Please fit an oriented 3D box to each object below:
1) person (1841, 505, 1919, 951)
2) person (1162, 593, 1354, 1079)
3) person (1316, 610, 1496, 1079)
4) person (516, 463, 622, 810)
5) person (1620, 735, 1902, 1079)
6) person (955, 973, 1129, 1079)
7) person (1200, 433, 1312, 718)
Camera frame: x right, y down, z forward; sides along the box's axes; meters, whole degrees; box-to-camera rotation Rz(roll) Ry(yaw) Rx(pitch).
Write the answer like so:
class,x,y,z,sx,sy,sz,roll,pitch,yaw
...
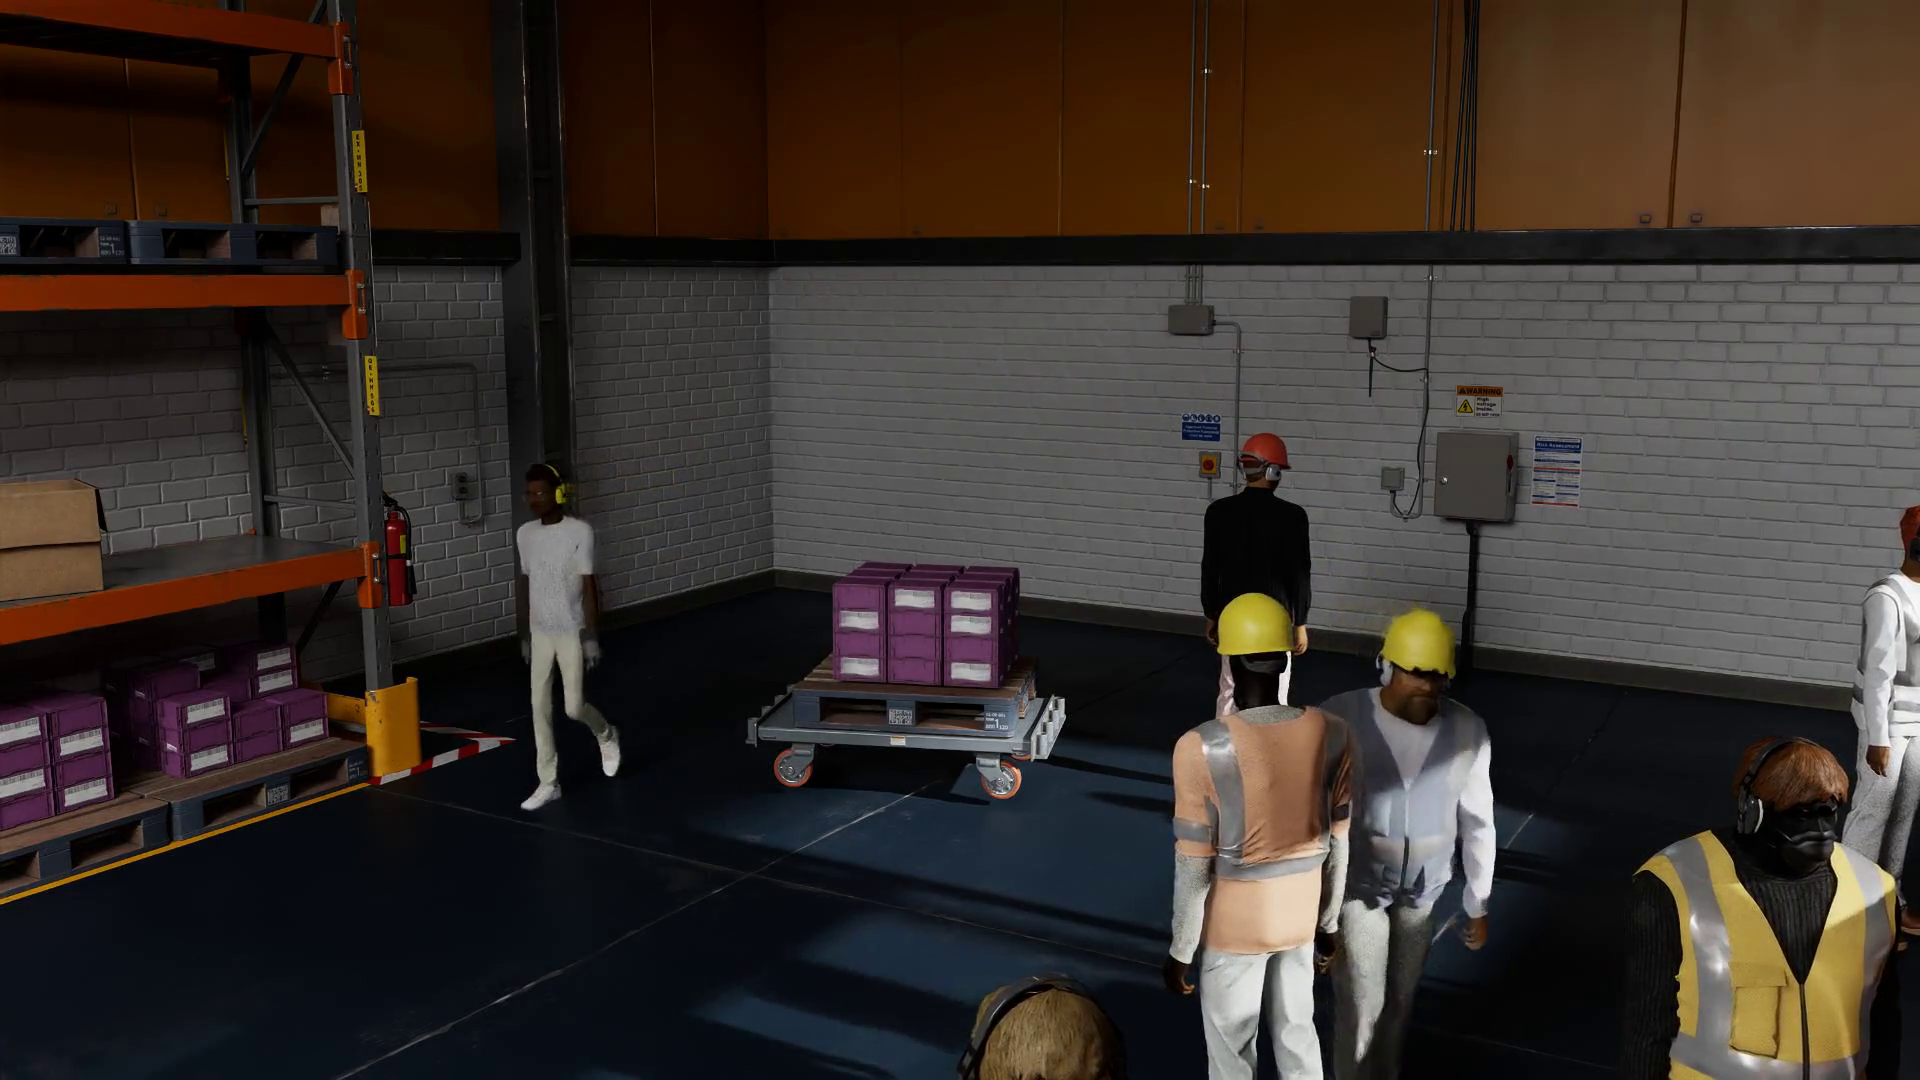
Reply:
class,x,y,z,sx,sy,sz,roll,pitch,yaw
person,3.981,0.783,7.046,0.578,1.880,0.352,-7,11,-37
person,0.856,1.108,4.869,0.593,1.922,0.383,-4,10,-23
person,1.384,1.101,5.285,0.617,1.806,0.587,0,9,-3
person,-2.121,0.492,8.954,0.530,1.850,0.636,3,10,20
person,1.805,1.332,3.769,0.618,1.836,0.430,0,9,1
person,0.103,1.514,2.288,0.635,1.938,0.360,-6,11,-32
person,1.609,0.415,9.006,0.612,1.984,0.401,6,11,33
